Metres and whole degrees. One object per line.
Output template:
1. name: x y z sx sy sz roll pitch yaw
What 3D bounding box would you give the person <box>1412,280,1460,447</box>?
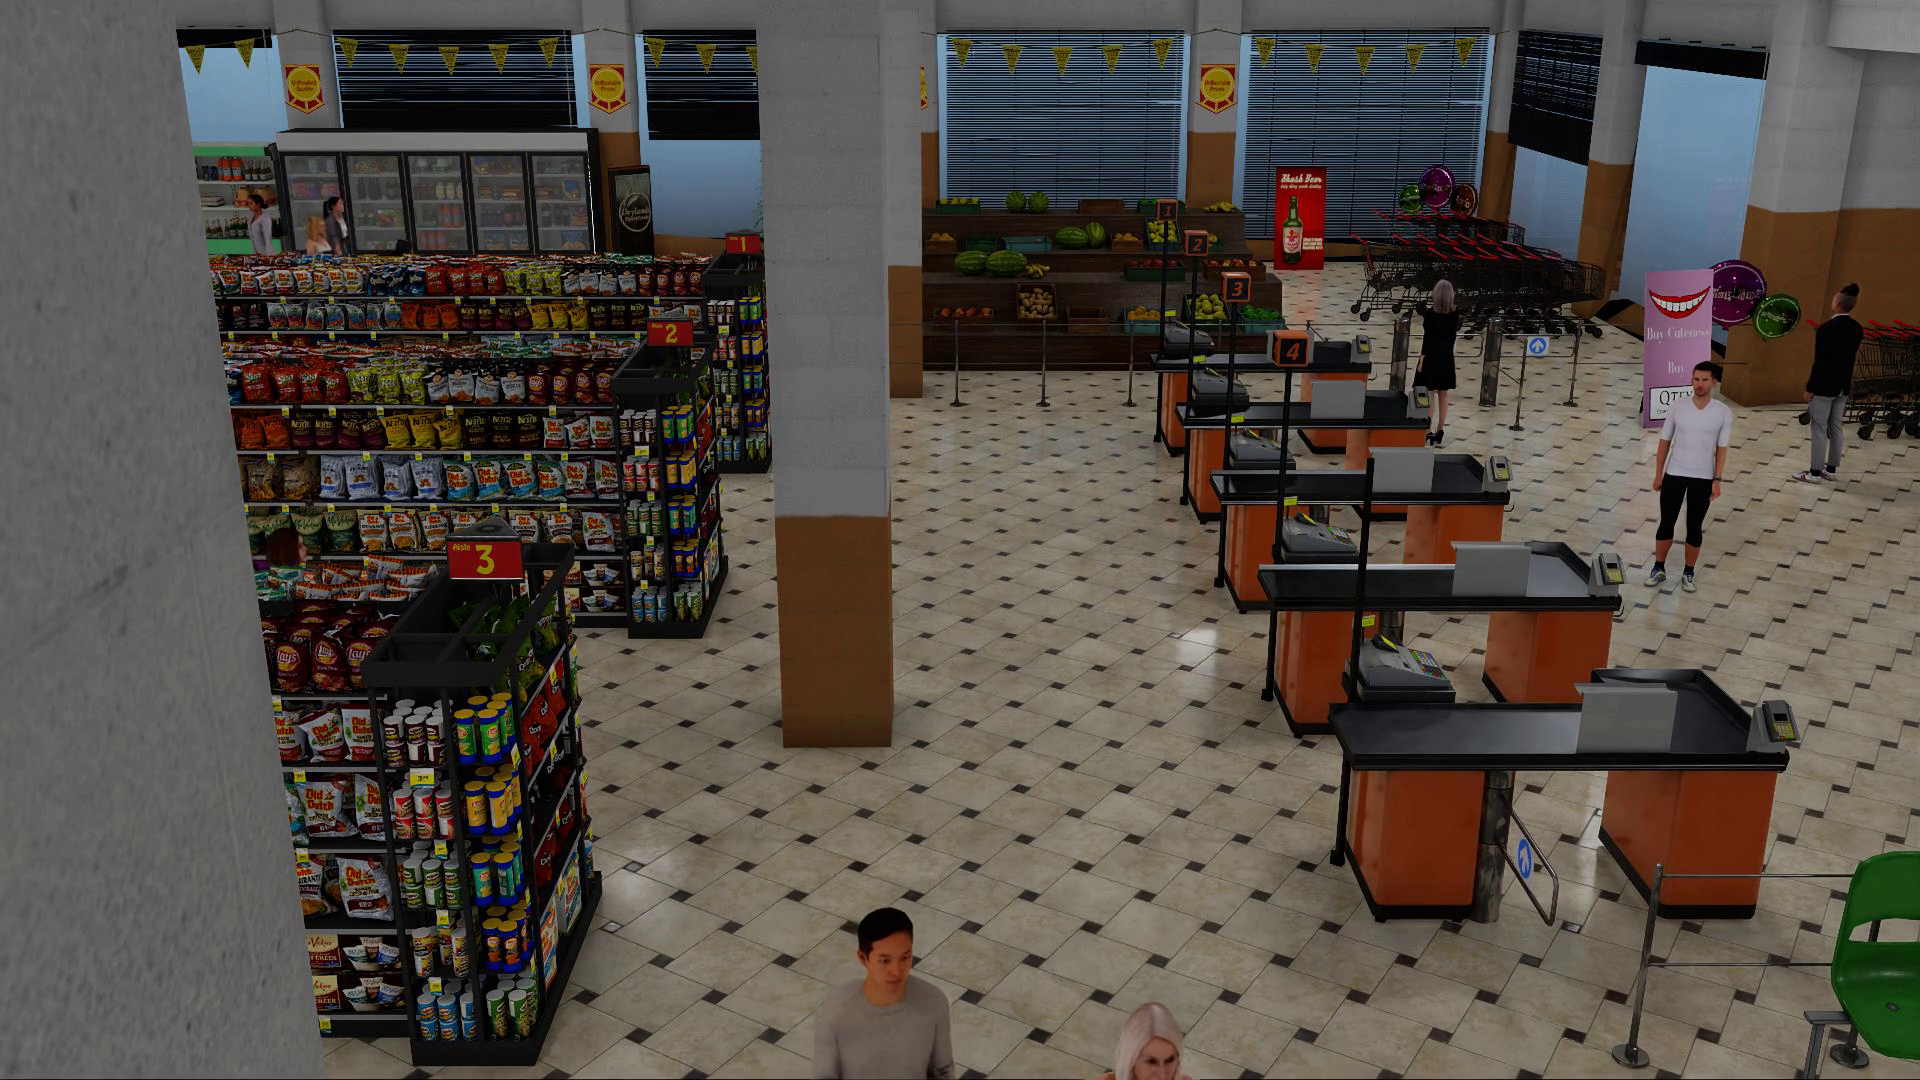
1. person: 5.003 -1.868 17.450 0.624 1.747 0.738 -7 20 -21

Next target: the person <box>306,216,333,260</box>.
1. person: -8.783 -3.559 22.659 1.120 1.624 0.757 3 19 10

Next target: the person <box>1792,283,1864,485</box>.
1. person: 8.440 -1.520 16.103 0.684 1.950 0.851 -8 20 -22

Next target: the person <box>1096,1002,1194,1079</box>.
1. person: 0.549 2.208 5.440 0.890 1.698 0.698 -1 19 -4

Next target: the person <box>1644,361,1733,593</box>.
1. person: 5.832 -0.524 13.301 0.673 1.852 0.809 9 21 25

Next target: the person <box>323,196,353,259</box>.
1. person: -9.270 -4.224 24.570 0.592 1.663 0.625 1 19 3

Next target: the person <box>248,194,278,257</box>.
1. person: -10.183 -4.193 24.368 0.682 1.734 0.758 15 24 37

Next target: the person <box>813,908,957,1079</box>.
1. person: -0.275 2.053 5.726 0.562 1.808 0.760 -4 19 -13
